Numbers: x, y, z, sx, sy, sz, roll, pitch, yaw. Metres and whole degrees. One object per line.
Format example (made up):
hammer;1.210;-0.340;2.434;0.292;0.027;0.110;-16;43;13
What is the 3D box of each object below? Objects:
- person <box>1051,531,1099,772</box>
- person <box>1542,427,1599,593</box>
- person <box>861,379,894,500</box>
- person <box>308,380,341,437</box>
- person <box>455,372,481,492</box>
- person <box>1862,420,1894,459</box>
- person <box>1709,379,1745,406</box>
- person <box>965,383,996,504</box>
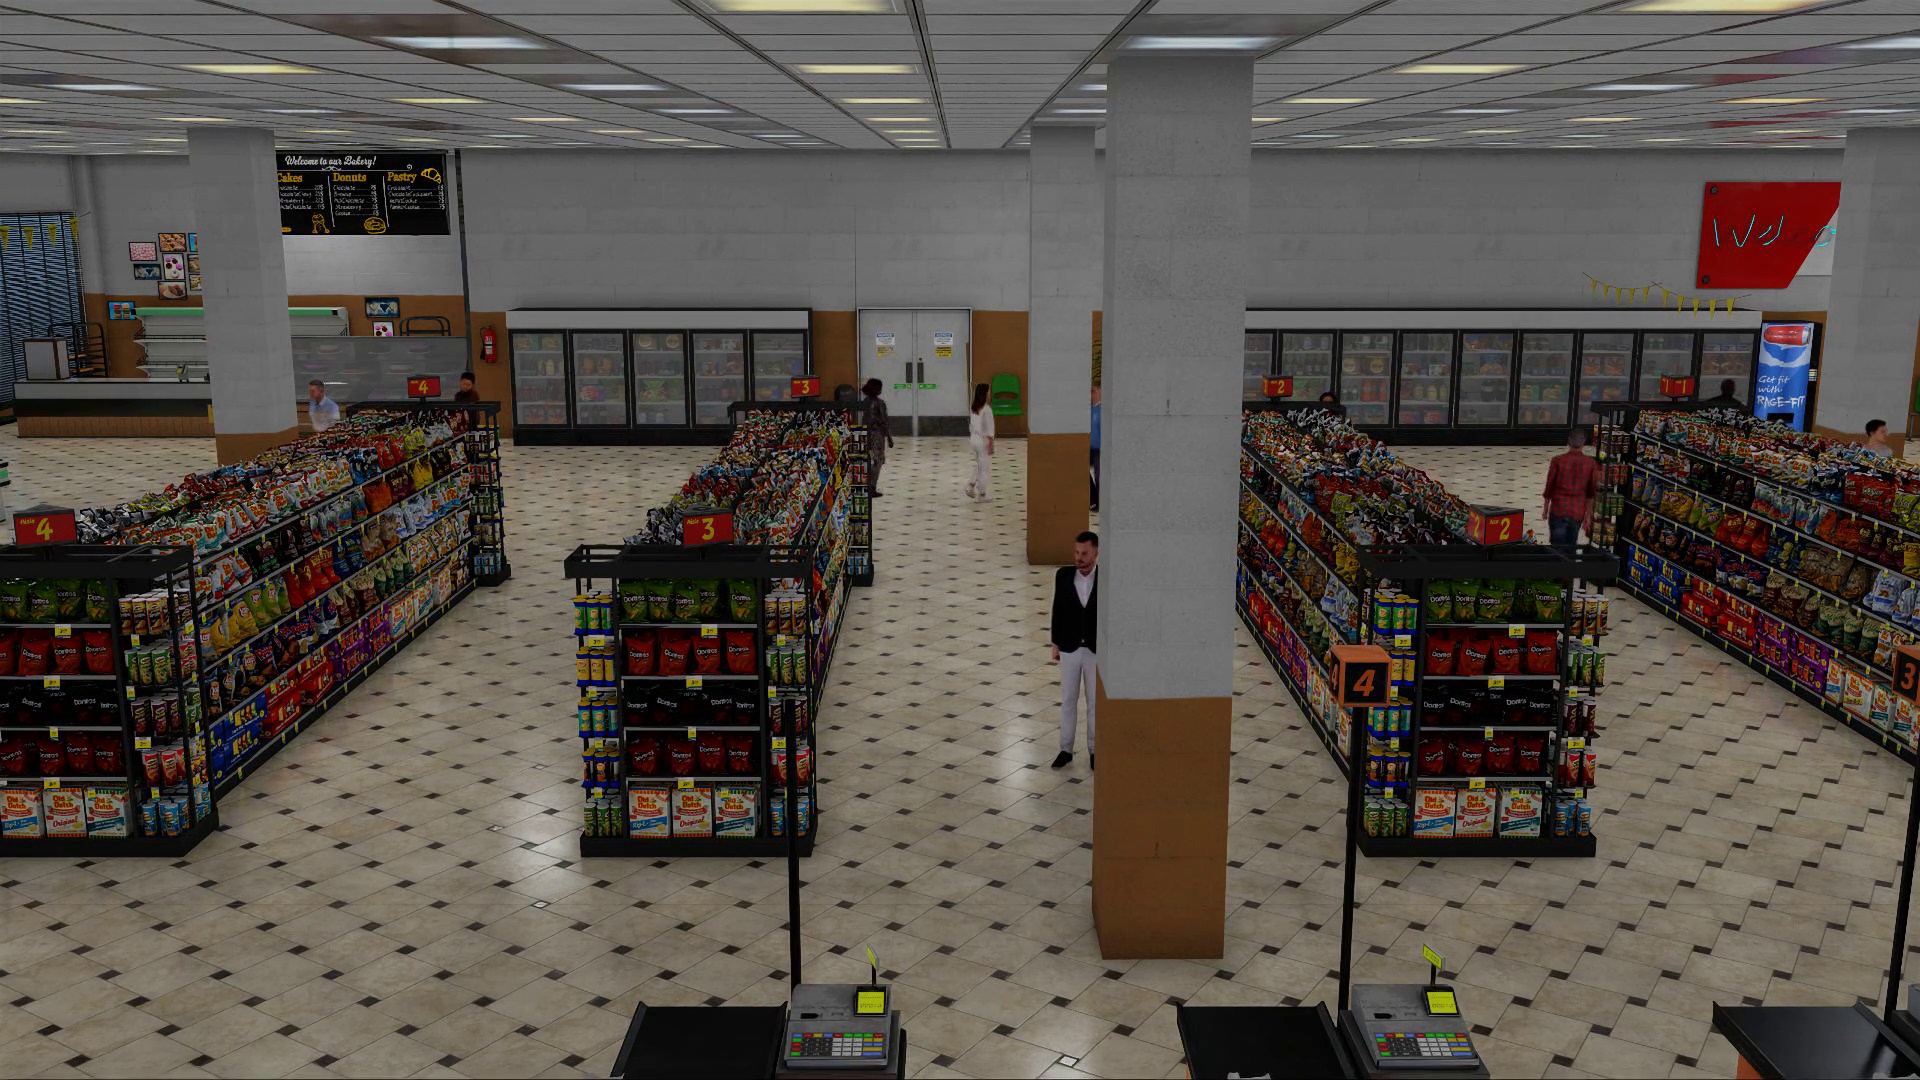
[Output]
person;0.938;0.820;12.546;0.690;1.836;0.622;3;12;12
person;6.528;-0.269;17.825;0.732;1.791;1.192;1;12;5
person;-1.254;-1.419;23.497;0.774;1.704;0.710;-9;15;-35
person;-8.568;-1.298;22.753;0.993;1.775;1.192;6;13;27
person;-7.104;-1.560;24.089;0.881;1.736;0.891;-11;16;-42
person;9.998;-0.416;18.388;0.935;1.848;1.168;-5;13;-22
person;10.267;-1.266;22.527;0.970;1.805;0.911;-10;16;-40
person;0.246;-1.346;23.200;0.842;1.684;0.783;-9;15;-37
